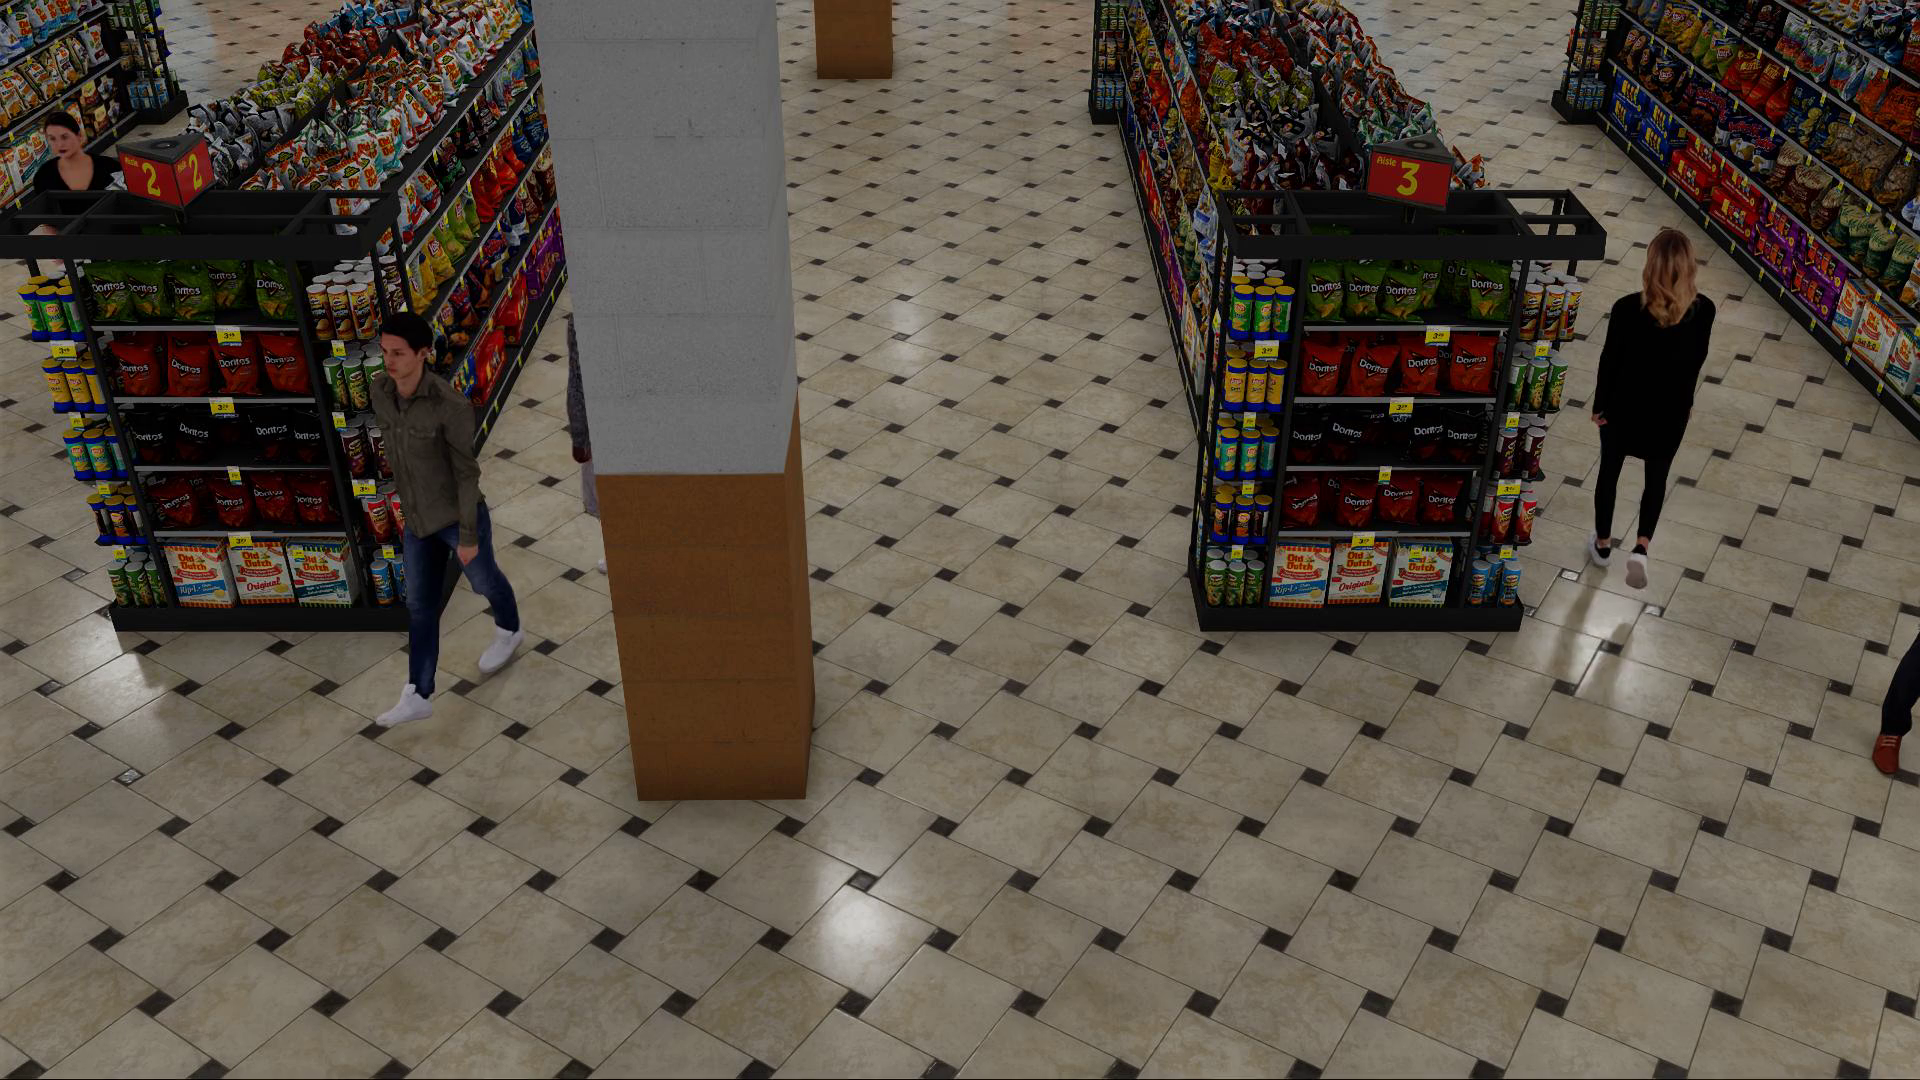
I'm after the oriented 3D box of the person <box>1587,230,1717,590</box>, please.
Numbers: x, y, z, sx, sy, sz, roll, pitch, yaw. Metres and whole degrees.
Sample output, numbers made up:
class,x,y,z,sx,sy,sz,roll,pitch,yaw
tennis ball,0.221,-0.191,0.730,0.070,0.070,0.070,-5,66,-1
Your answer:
class,x,y,z,sx,sy,sz,roll,pitch,yaw
person,3.230,-0.559,7.832,0.749,1.785,1.002,6,32,10

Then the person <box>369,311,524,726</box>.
class,x,y,z,sx,sy,sz,roll,pitch,yaw
person,-2.147,-0.143,7.136,1.013,1.814,1.260,13,34,19

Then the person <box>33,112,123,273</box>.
class,x,y,z,sx,sy,sz,roll,pitch,yaw
person,-4.921,-1.643,9.611,0.755,1.746,0.742,-9,33,-13
